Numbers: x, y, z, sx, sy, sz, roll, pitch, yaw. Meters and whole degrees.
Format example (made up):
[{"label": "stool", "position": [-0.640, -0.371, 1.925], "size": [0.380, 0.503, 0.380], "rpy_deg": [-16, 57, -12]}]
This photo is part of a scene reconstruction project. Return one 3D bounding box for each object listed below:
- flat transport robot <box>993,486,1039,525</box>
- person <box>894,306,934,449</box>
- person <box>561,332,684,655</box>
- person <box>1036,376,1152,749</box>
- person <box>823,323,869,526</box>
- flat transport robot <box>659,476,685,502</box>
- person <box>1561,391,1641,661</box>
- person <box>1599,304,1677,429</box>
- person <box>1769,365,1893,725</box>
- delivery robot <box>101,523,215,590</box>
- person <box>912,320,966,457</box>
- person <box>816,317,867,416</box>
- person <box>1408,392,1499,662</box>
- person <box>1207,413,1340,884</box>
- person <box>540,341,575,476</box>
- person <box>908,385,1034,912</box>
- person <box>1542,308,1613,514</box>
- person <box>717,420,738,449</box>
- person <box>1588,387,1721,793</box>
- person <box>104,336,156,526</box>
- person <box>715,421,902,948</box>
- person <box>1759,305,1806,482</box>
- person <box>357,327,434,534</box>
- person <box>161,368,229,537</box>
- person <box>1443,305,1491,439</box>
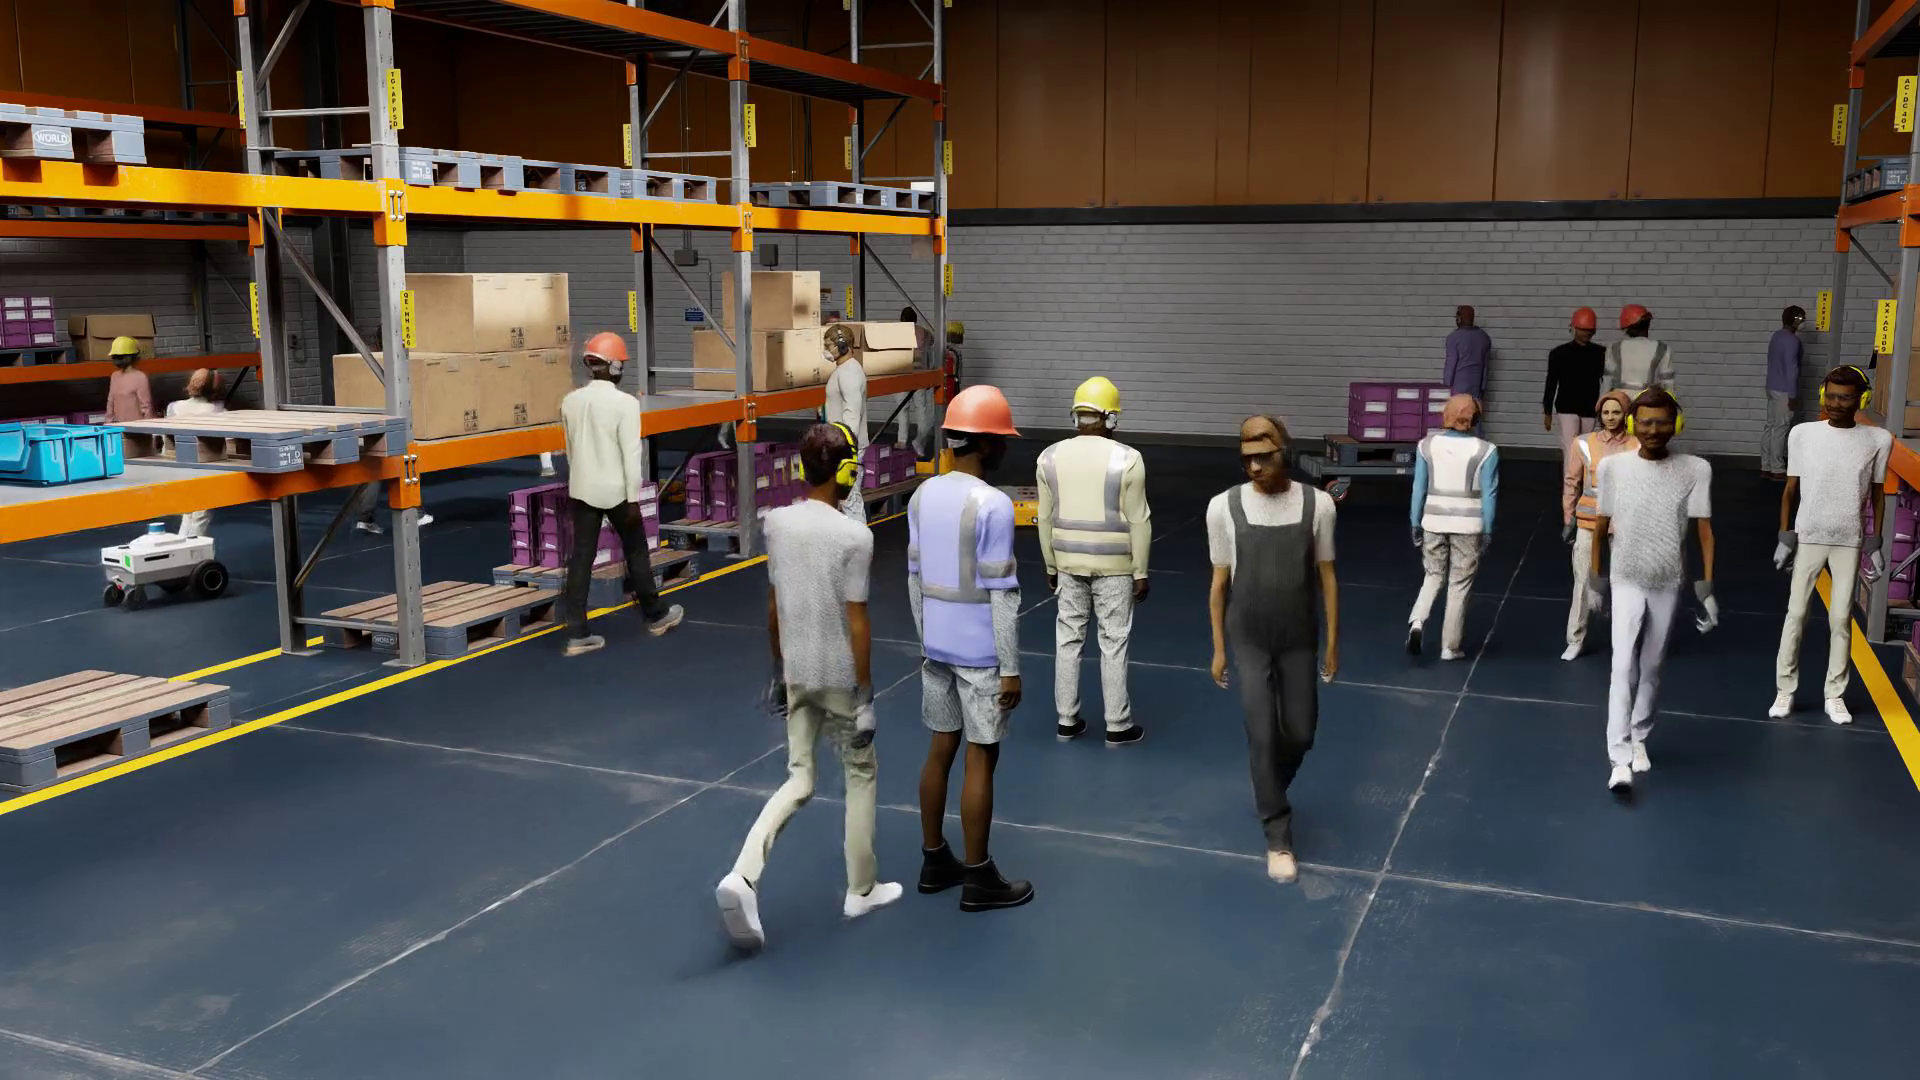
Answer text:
[{"label": "flat transport robot", "position": [0.658, -0.335, 15.622], "size": [0.652, 0.197, 1.431], "rpy_deg": [0, 9, -1]}, {"label": "person", "position": [-0.653, -2.098, 21.556], "size": [0.628, 1.843, 0.429], "rpy_deg": [-4, 10, -21]}, {"label": "person", "position": [-2.145, -0.310, 10.365], "size": [0.640, 1.945, 0.984], "rpy_deg": [5, 10, 26]}, {"label": "person", "position": [0.674, 0.112, 8.196], "size": [0.588, 1.831, 0.404], "rpy_deg": [5, 11, 28]}, {"label": "person", "position": [-0.874, -0.673, 12.634], "size": [0.372, 1.938, 0.627], "rpy_deg": [-1, 9, -6]}, {"label": "flat transport robot", "position": [-3.366, -0.456, 16.352], "size": [1.431, 0.197, 0.652], "rpy_deg": [-9, 13, -44]}, {"label": "person", "position": [3.847, -0.069, 9.877], "size": [0.523, 1.638, 0.310], "rpy_deg": [5, 10, 26]}, {"label": "person", "position": [6.406, -1.215, 15.695], "size": [0.717, 2.012, 0.570], "rpy_deg": [5, 11, 29]}, {"label": "person", "position": [4.514, 0.025, 8.629], "size": [0.518, 1.865, 0.329], "rpy_deg": [4, 10, 23]}, {"label": "delivery robot", "position": [-5.640, 0.121, 11.714], "size": [0.477, 0.478, 0.707], "rpy_deg": [6, 11, 32]}, {"label": "person", "position": [-0.179, -1.853, 20.506], "size": [0.825, 1.705, 0.504], "rpy_deg": [-5, 10, -27]}, {"label": "person", "position": [-1.335, -1.557, 18.379], "size": [0.662, 1.806, 0.544], "rpy_deg": [-2, 10, -12]}, {"label": "person", "position": [2.901, -0.056, 9.835], "size": [0.515, 1.622, 0.426], "rpy_deg": [7, 12, 38]}, {"label": "person", "position": [1.230, 0.385, 6.616], "size": [0.526, 1.811, 0.706], "rpy_deg": [1, 9, 4]}, {"label": "person", "position": [-4.540, -1.672, 18.946], "size": [0.597, 1.845, 0.872], "rpy_deg": [4, 10, 22]}, {"label": "person", "position": [0.052, 0.395, 6.168], "size": [0.377, 1.932, 0.552], "rpy_deg": [-7, 12, -38]}, {"label": "person", "position": [5.977, -1.238, 15.986], "size": [0.620, 1.952, 0.897], "rpy_deg": [0, 9, -2]}, {"label": "person", "position": [-2.909, -1.922, 21.240], "size": [0.506, 1.599, 0.833], "rpy_deg": [-9, 13, -43]}, {"label": "person", "position": [3.124, 0.230, 7.493], "size": [0.544, 1.820, 0.960], "rpy_deg": [3, 10, 17]}, {"label": "person", "position": [-7.626, -1.027, 15.400], "size": [0.530, 1.728, 0.874], "rpy_deg": [7, 11, 35]}, {"label": "person", "position": [-0.526, 0.504, 5.835], "size": [0.524, 1.831, 0.806], "rpy_deg": [6, 11, 34]}, {"label": "person", "position": [9.082, -1.614, 18.340], "size": [0.379, 1.937, 0.629], "rpy_deg": [1, 9, 9]}, {"label": "person", "position": [-5.098, -0.991, 14.831], "size": [0.633, 1.862, 0.988], "rpy_deg": [2, 10, 14]}, {"label": "person", "position": [-5.651, -0.474, 12.375], "size": [0.568, 1.608, 0.399], "rpy_deg": [1, 9, 5]}, {"label": "person", "position": [5.930, -1.813, 19.639], "size": [0.651, 1.904, 0.403], "rpy_deg": [-5, 10, -26]}]
